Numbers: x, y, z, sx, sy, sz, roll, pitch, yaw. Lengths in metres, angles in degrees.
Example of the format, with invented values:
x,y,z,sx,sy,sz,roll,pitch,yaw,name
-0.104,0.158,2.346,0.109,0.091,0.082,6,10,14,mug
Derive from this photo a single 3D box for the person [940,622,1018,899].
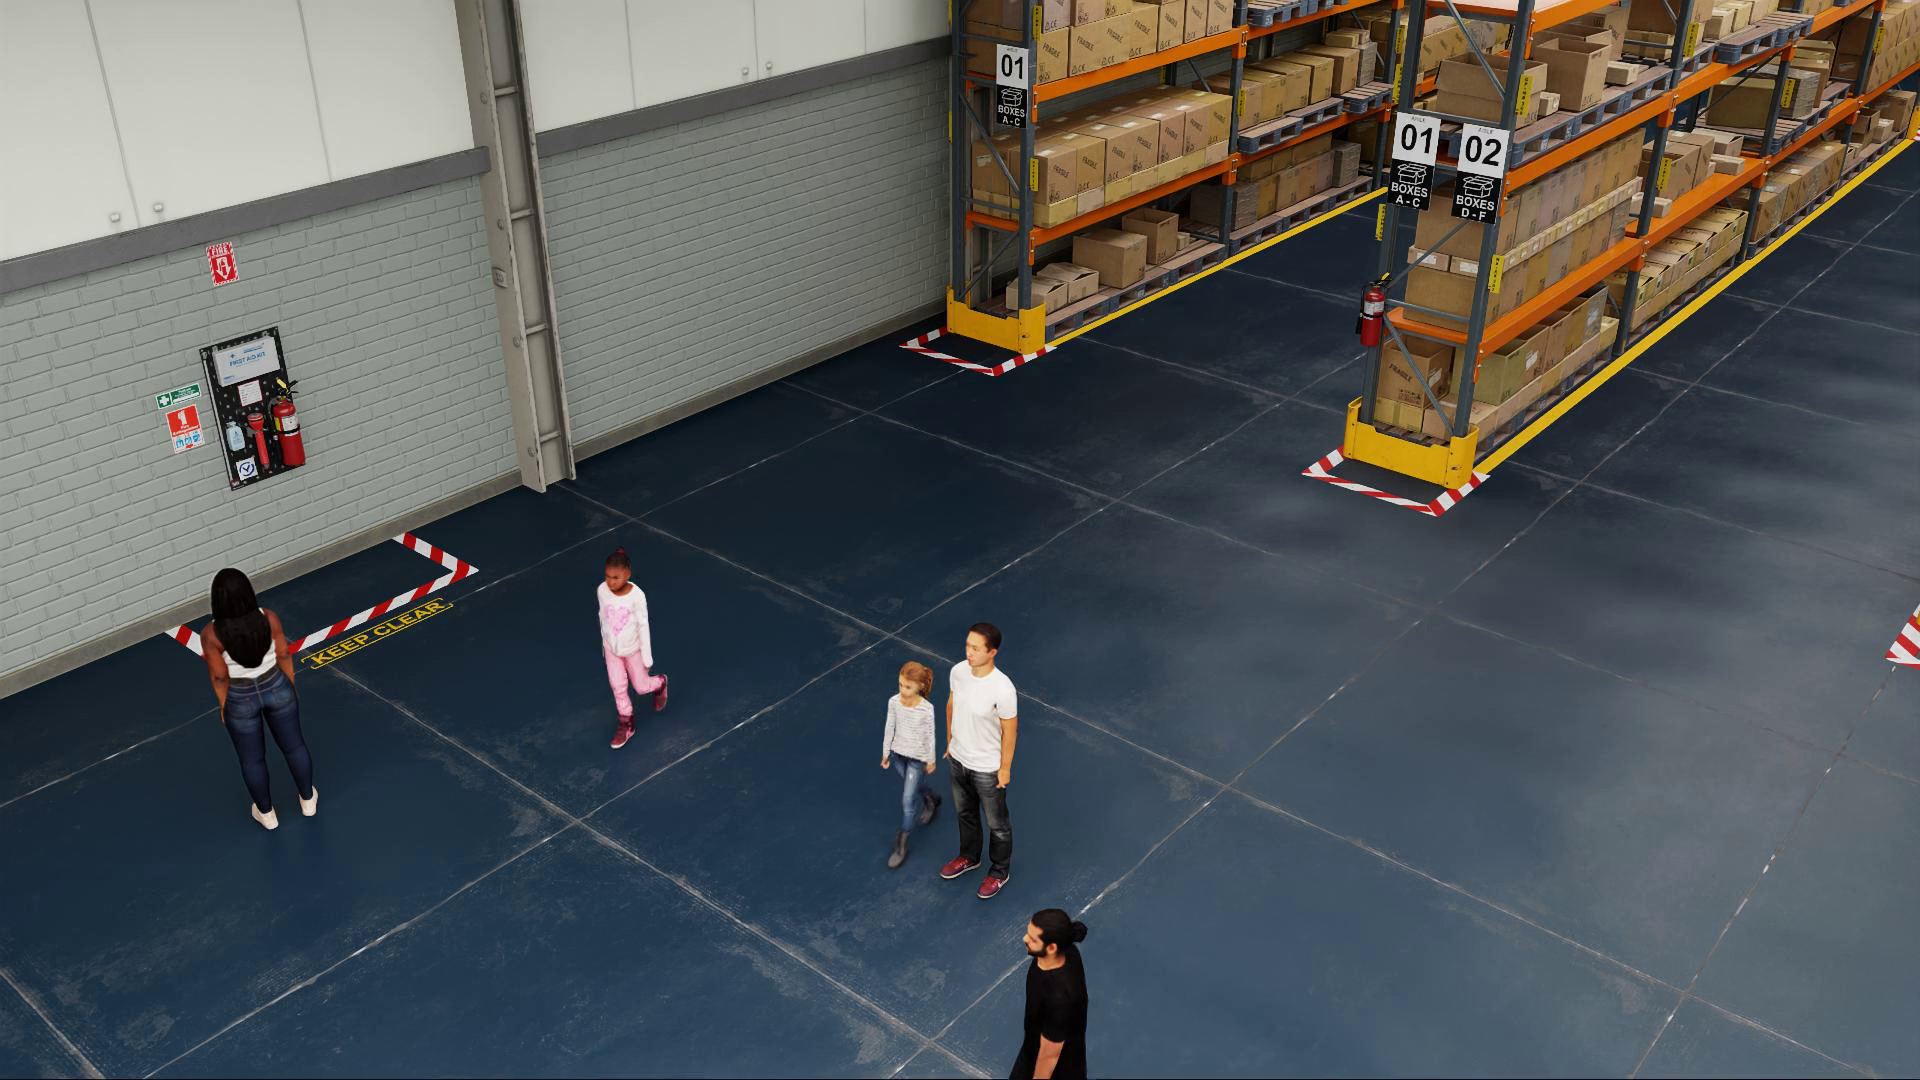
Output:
x,y,z,sx,sy,sz,roll,pitch,yaw,name
0.129,1.268,9.772,0.625,1.804,0.513,22,35,35,person

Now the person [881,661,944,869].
x,y,z,sx,sy,sz,roll,pitch,yaw,name
-0.266,1.303,10.251,0.537,1.291,0.920,17,32,29,person

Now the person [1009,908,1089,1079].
x,y,z,sx,sy,sz,roll,pitch,yaw,name
0.521,2.408,7.709,1.112,1.730,1.045,-3,28,-5,person

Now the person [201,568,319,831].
x,y,z,sx,sy,sz,roll,pitch,yaw,name
-4.347,0.978,10.311,0.646,1.809,0.772,-16,32,-28,person

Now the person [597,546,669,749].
x,y,z,sx,sy,sz,roll,pitch,yaw,name
-2.236,0.680,11.272,0.707,1.433,0.909,10,30,19,person
